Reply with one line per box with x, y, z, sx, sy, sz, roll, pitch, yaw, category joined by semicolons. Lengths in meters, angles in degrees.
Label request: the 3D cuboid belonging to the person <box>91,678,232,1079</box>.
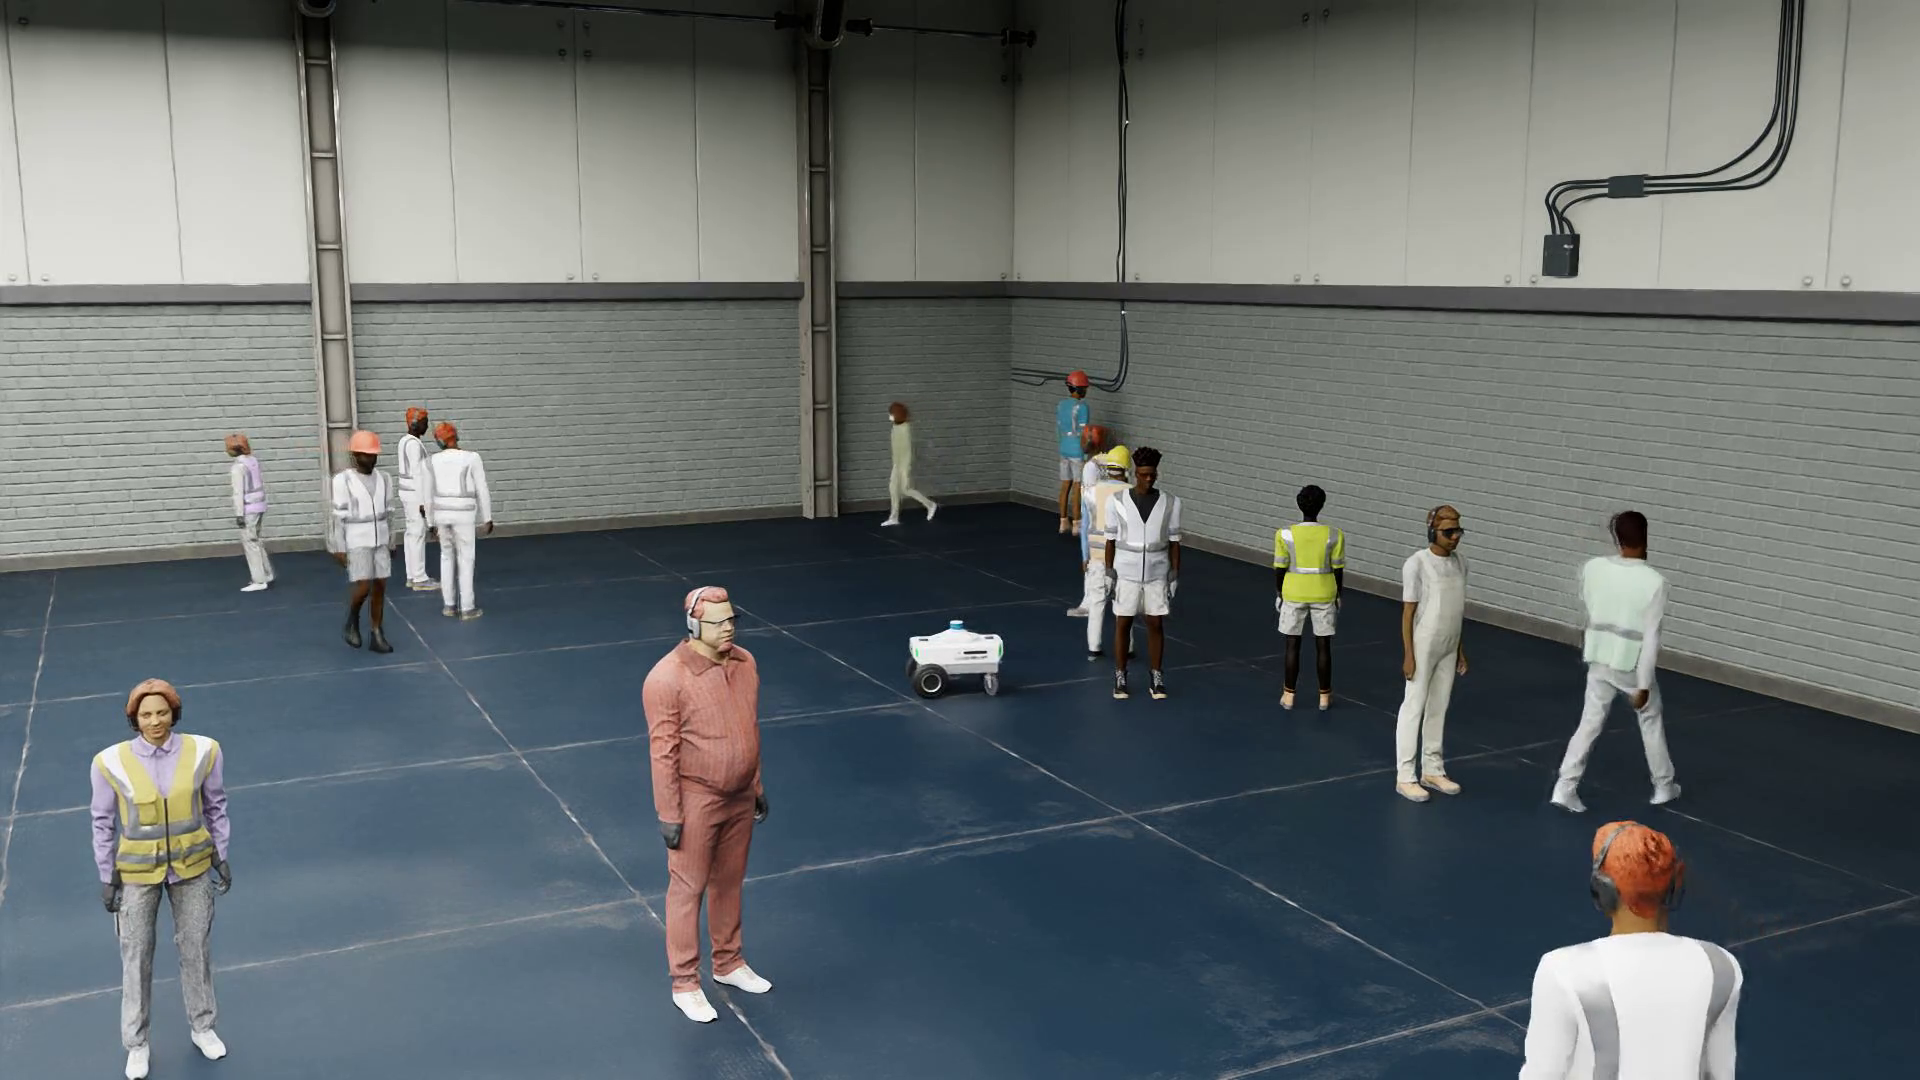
-3.263;1.367;6.834;0.515;1.641;0.315;-6;11;-35;person

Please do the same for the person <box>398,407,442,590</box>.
-5.586;-0.426;17.127;0.355;1.887;0.573;-5;11;-29;person

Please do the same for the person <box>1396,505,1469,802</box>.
2.959;0.693;10.361;0.506;1.846;0.349;-5;11;-29;person

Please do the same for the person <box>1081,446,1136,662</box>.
1.307;0.124;13.939;0.599;1.827;0.404;3;10;17;person

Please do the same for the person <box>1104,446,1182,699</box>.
1.399;0.251;12.750;0.603;1.958;0.375;0;9;0;person

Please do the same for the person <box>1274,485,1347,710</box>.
2.605;0.433;12.423;0.535;1.697;0.318;1;9;7;person

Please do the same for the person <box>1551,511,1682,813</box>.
4.031;0.739;10.102;1.027;1.846;0.578;-7;12;-37;person

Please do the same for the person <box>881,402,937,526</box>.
-0.675;-0.978;21.392;0.633;1.609;0.534;-4;10;-23;person

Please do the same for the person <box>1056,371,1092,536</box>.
1.440;-1.080;20.670;0.390;2.045;0.607;-5;11;-30;person

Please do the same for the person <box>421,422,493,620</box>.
-4.767;-0.176;15.687;0.631;1.855;0.409;1;9;8;person

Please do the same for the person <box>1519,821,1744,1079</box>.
1.763;1.668;4.321;0.606;1.863;0.710;-2;9;-10;person

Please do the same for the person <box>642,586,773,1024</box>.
-1.086;1.145;7.386;0.409;1.908;0.639;6;11;35;person

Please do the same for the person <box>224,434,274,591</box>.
-7.291;-0.281;17.035;0.327;1.623;0.527;-1;9;-4;person

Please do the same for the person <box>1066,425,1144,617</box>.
1.390;-0.150;15.549;0.766;1.859;0.594;4;10;24;person

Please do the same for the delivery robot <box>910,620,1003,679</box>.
-0.027;0.870;12.943;0.707;0.478;0.477;-2;9;-9;delivery robot

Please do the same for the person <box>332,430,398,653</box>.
-5.069;0.020;14.246;0.424;1.927;0.563;7;12;38;person
